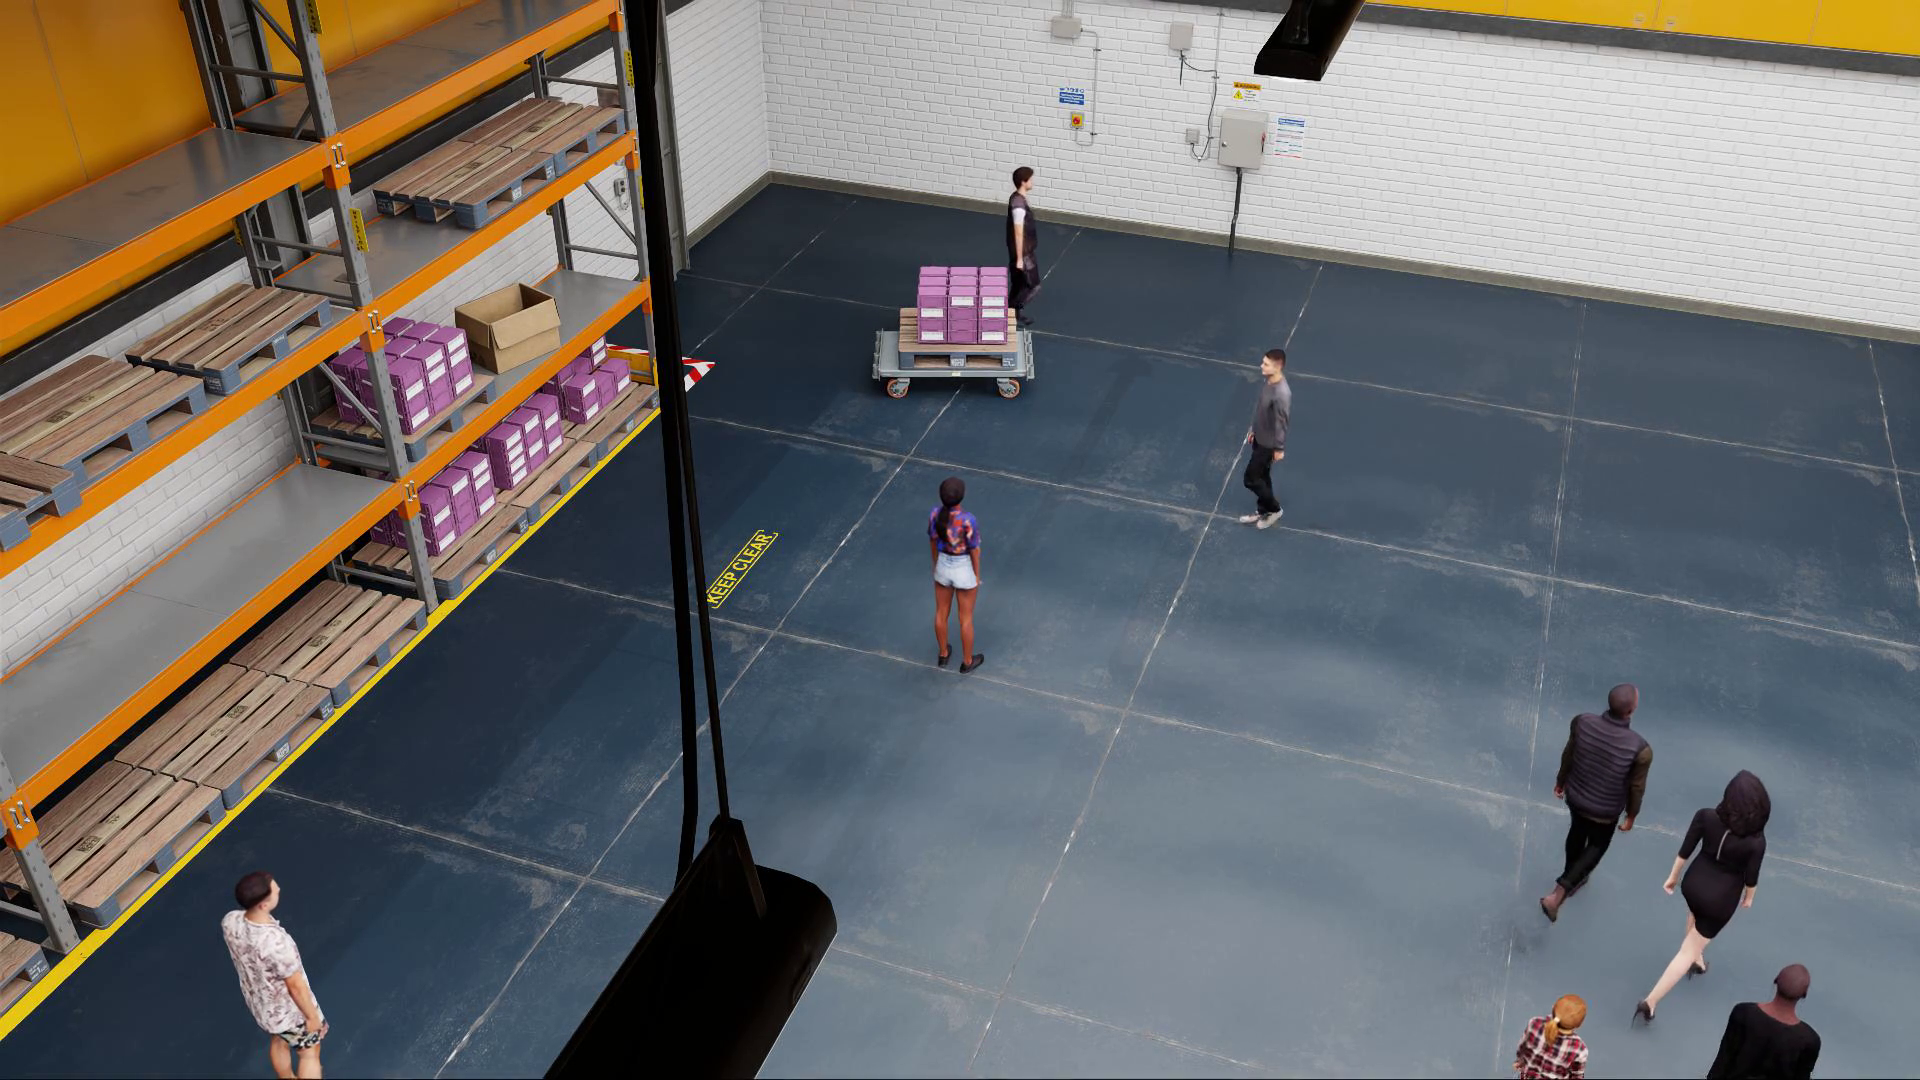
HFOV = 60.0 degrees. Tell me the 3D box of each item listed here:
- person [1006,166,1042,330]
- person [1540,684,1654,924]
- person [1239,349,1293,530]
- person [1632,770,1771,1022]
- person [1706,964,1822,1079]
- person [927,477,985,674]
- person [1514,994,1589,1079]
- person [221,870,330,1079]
[{"bbox_3d":[0.569,-3.114,17.888,0.830,1.838,0.712,0,34,0],"label":"person"},{"bbox_3d":[4.017,1.703,10.660,1.135,1.817,0.969,-28,43,-36],"label":"person"},{"bbox_3d":[2.782,-0.888,14.617,0.790,1.752,0.703,-3,34,-4],"label":"person"},{"bbox_3d":[4.424,2.203,9.960,1.101,1.758,0.966,-20,39,-28],"label":"person"},{"bbox_3d":[4.174,2.991,8.825,0.854,1.703,1.242,24,40,31],"label":"person"},{"bbox_3d":[-0.043,0.260,12.899,0.610,1.741,0.550,16,37,22],"label":"person"},{"bbox_3d":[3.198,3.003,9.176,0.678,1.295,0.838,26,41,33],"label":"person"},{"bbox_3d":[-3.840,2.573,9.357,0.713,1.811,0.641,18,38,25],"label":"person"}]
